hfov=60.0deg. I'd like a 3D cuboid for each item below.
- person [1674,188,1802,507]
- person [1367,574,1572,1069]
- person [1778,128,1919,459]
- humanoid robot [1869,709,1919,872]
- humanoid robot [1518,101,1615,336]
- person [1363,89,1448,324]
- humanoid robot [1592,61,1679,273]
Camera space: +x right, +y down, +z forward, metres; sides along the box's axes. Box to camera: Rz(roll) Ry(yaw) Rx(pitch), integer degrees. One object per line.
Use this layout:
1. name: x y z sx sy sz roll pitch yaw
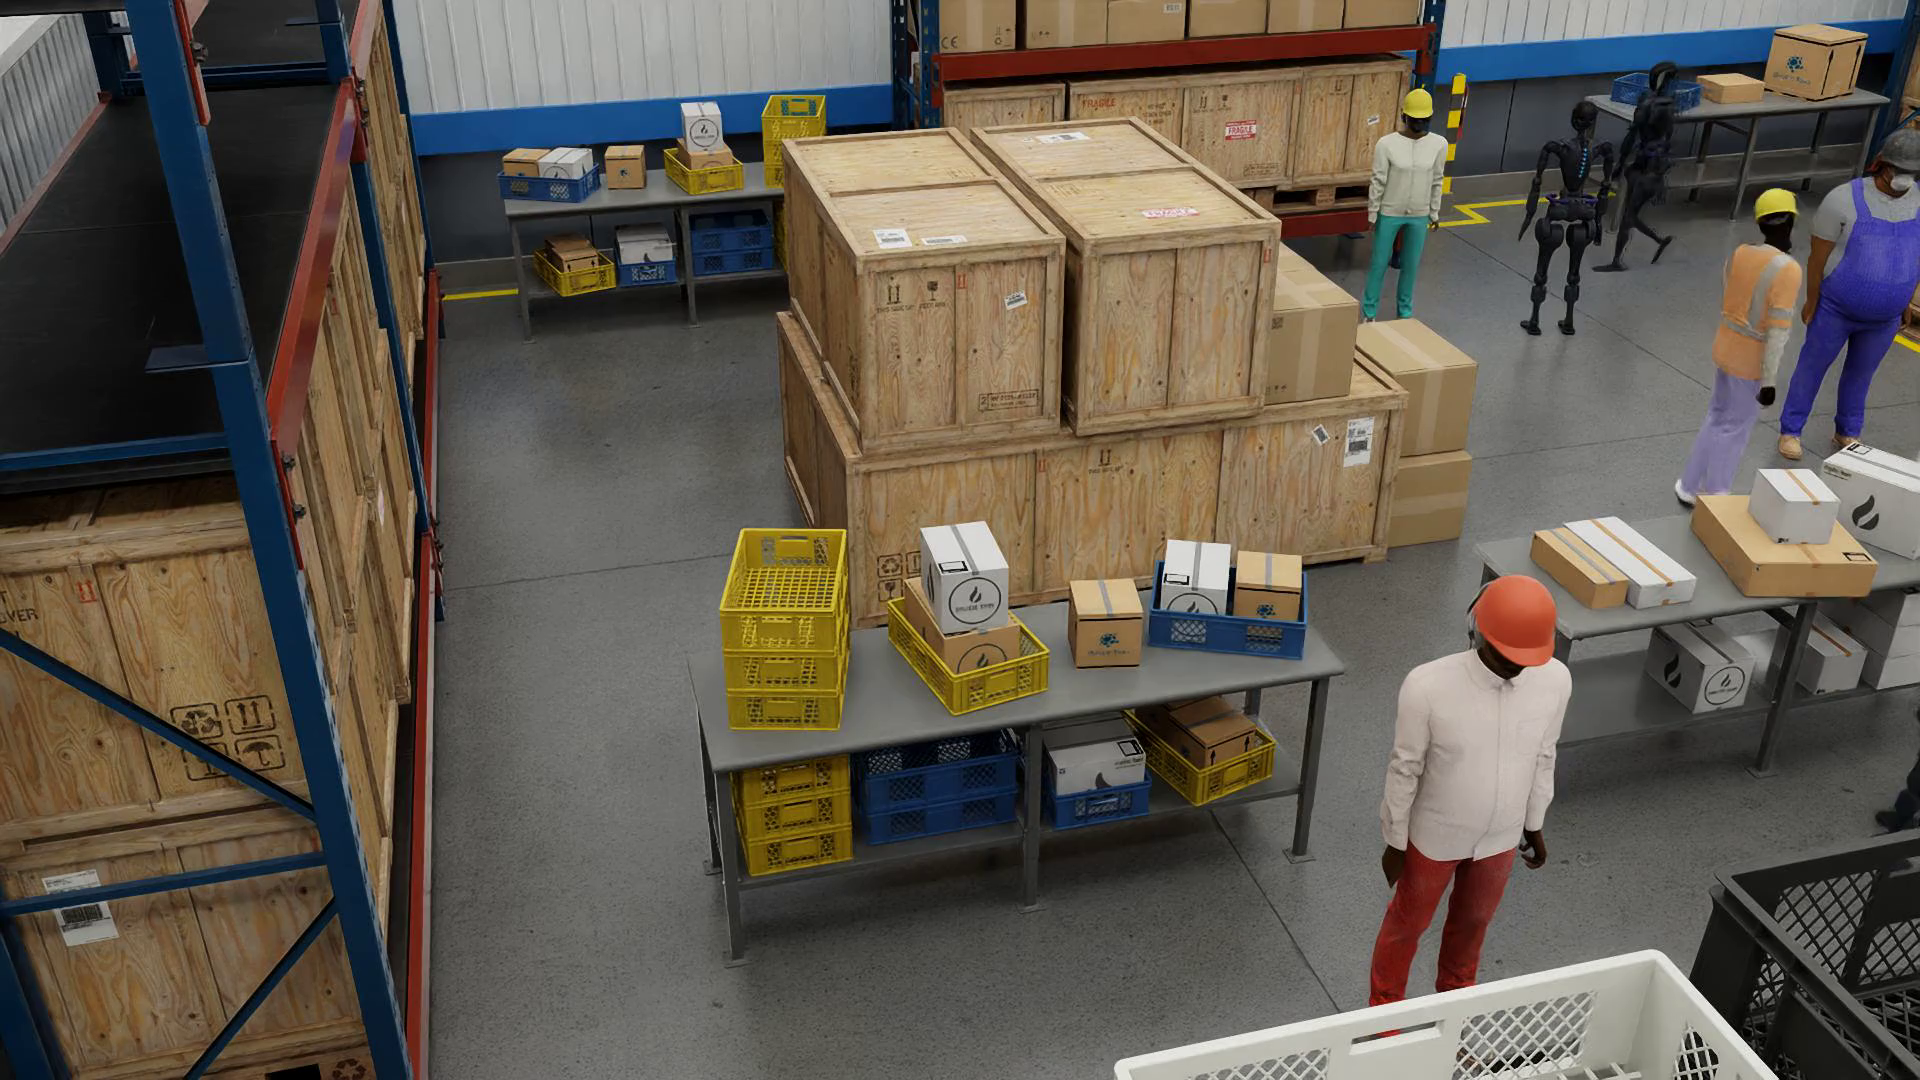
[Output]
1. person: 4.373 -0.964 9.208 0.381 1.875 0.725 -2 29 -4
2. person: 1.696 0.976 5.568 0.610 1.985 0.389 -6 29 -11
3. person: 5.376 -1.433 9.883 0.682 2.000 0.539 2 29 3
4. humanoid robot: 4.003 0.577 6.606 0.667 1.652 0.326 -25 38 -38
5. humanoid robot: 4.287 -2.278 11.788 0.582 1.651 0.333 0 29 0
6. person: 3.131 -2.295 11.728 0.531 1.767 0.308 -2 29 -3
7. humanoid robot: 5.372 -2.908 12.946 0.619 1.644 0.585 -1 29 -2
